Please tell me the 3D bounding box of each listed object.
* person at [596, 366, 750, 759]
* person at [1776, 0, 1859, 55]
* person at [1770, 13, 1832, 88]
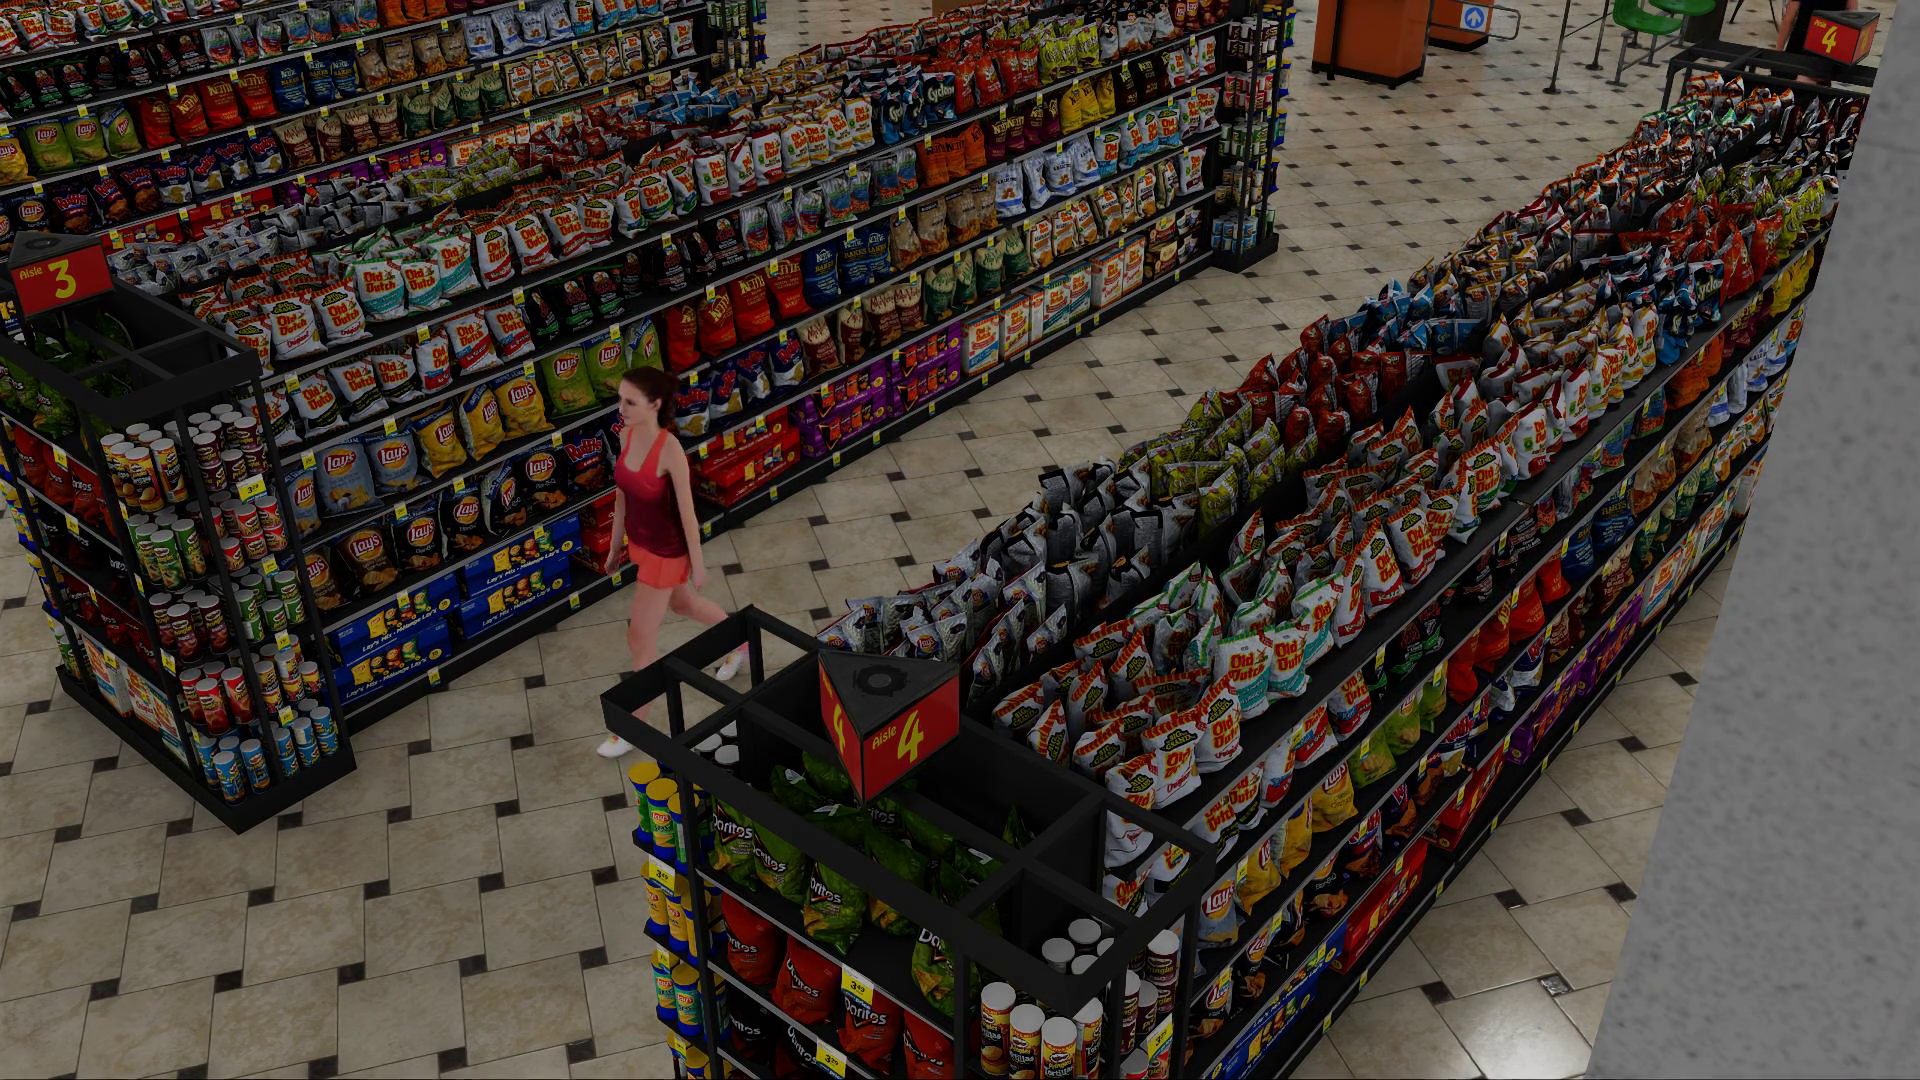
[{"bbox_3d":[-1.209,0.031,7.071,1.187,1.714,0.662,-26,40,-35],"label":"person"},{"bbox_3d":[6.795,-3.919,13.320,1.089,1.817,1.260,3,32,5],"label":"person"},{"bbox_3d":[5.556,-2.720,11.385,0.730,1.827,0.877,-14,34,-21],"label":"person"}]
